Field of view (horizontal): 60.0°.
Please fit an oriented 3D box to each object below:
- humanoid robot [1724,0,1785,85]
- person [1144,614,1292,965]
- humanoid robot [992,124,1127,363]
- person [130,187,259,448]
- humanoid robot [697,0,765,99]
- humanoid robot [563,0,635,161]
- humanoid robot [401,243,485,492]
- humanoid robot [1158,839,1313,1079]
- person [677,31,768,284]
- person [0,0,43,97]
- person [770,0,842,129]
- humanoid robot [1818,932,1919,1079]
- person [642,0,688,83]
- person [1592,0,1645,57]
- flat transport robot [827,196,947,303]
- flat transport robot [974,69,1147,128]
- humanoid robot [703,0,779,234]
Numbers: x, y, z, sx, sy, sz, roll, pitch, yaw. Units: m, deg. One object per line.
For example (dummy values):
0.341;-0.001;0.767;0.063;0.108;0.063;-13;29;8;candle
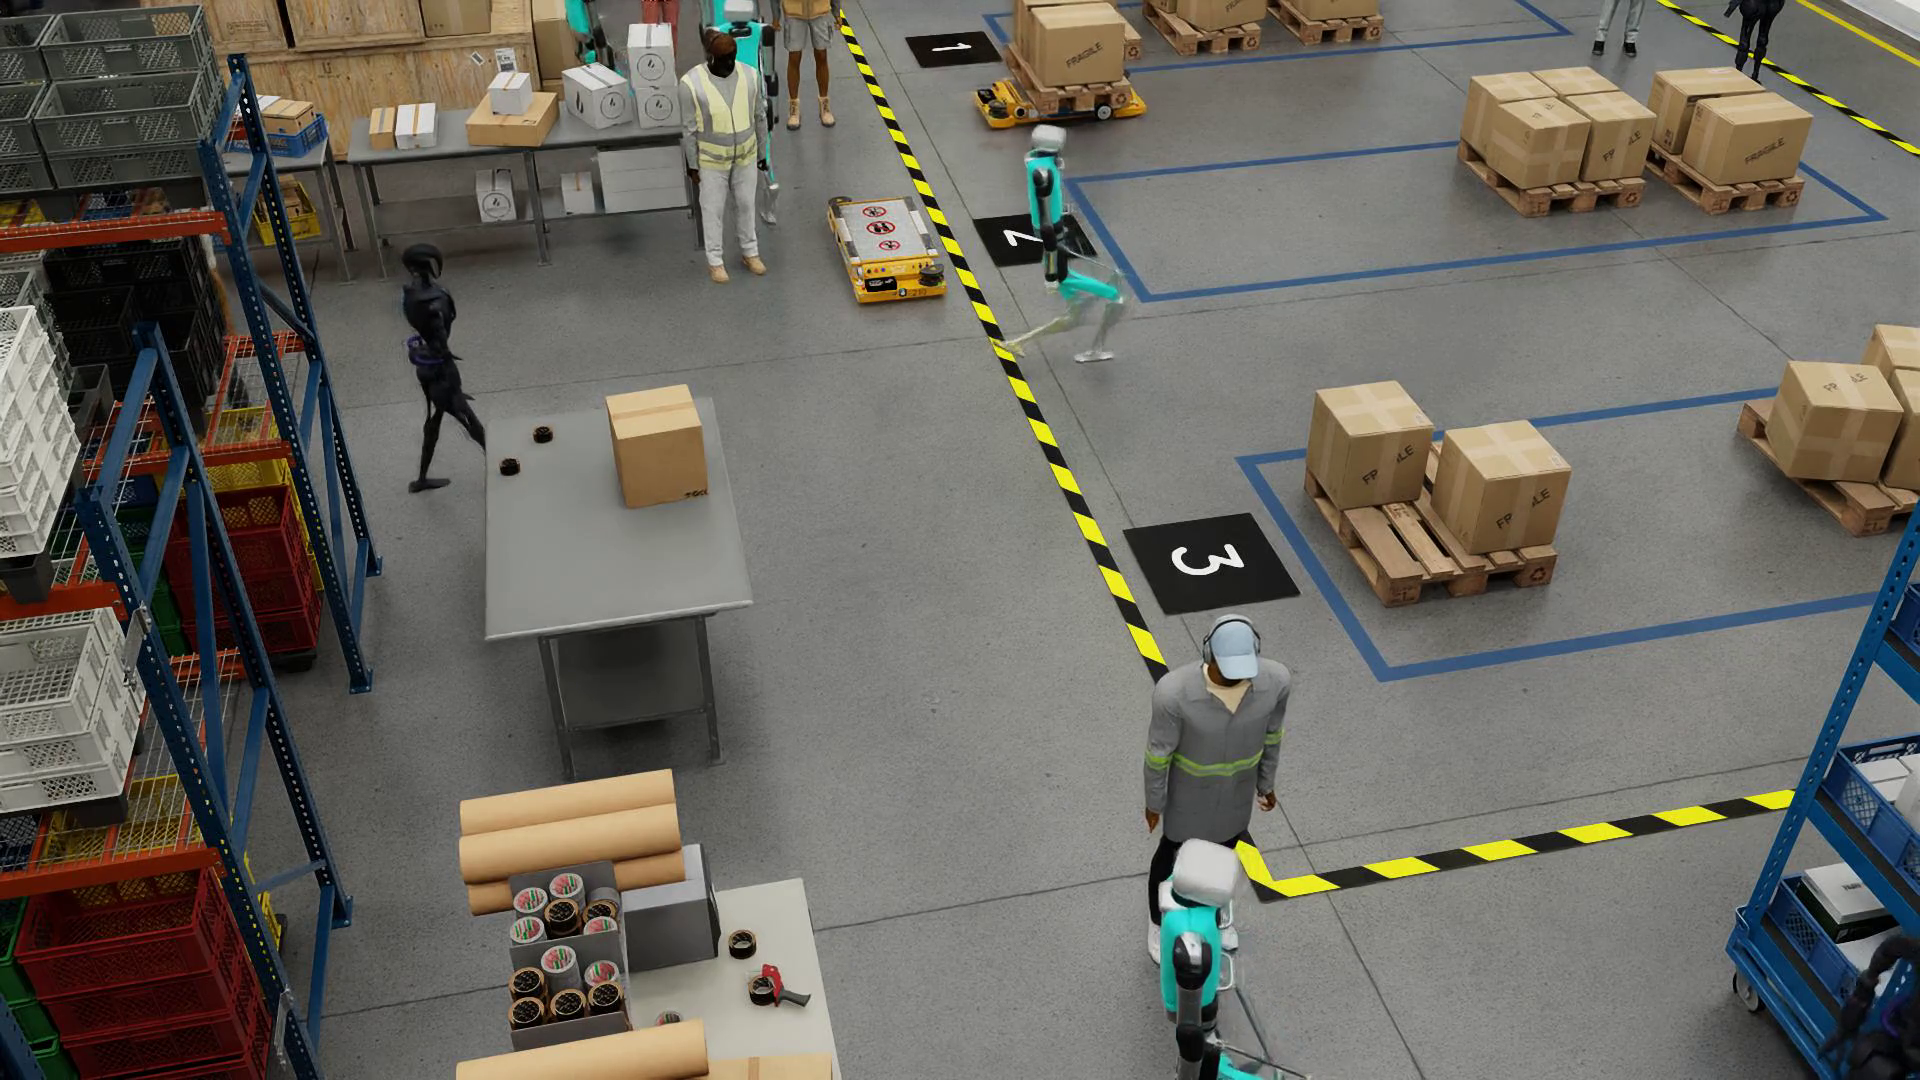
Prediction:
7.197;-4.893;14.937;0.599;1.657;0.315;-15;39;-19;humanoid robot
1.043;1.033;6.839;0.593;1.851;0.398;-8;37;-10;person
0.734;-1.852;10.810;1.033;1.730;0.543;0;37;0;humanoid robot
-4.645;-1.313;10.010;0.502;1.835;0.342;-14;39;-18;person
-1.787;-3.749;13.434;0.530;1.860;0.761;-8;37;-10;humanoid robot
-2.780;-4.053;13.786;0.927;1.782;0.547;-24;43;-29;humanoid robot
-3.005;-1.020;9.775;0.754;1.628;0.593;-17;40;-21;humanoid robot
1.092;1.781;5.959;0.999;1.777;0.530;3;37;4;humanoid robot
-1.665;-2.749;11.942;0.629;1.835;0.429;-17;40;-21;person
-8.584;-4.880;14.811;0.335;1.832;0.671;-11;38;-15;person
-1.298;-4.489;14.108;0.613;2.033;0.391;-6;37;-8;person
3.399;1.861;5.876;0.389;1.637;0.607;-25;44;-30;humanoid robot
-2.694;-5.011;14.928;0.585;1.896;0.496;-9;38;-11;person
6.361;-5.457;15.577;0.590;1.834;0.404;7;37;9;person
-0.570;-2.220;12.538;0.659;0.231;1.431;-8;37;-10;flat transport robot
0.895;-3.956;14.848;1.431;0.197;0.652;-8;37;-10;flat transport robot
-1.580;-3.077;12.452;0.530;1.778;0.744;-8;37;-10;humanoid robot
